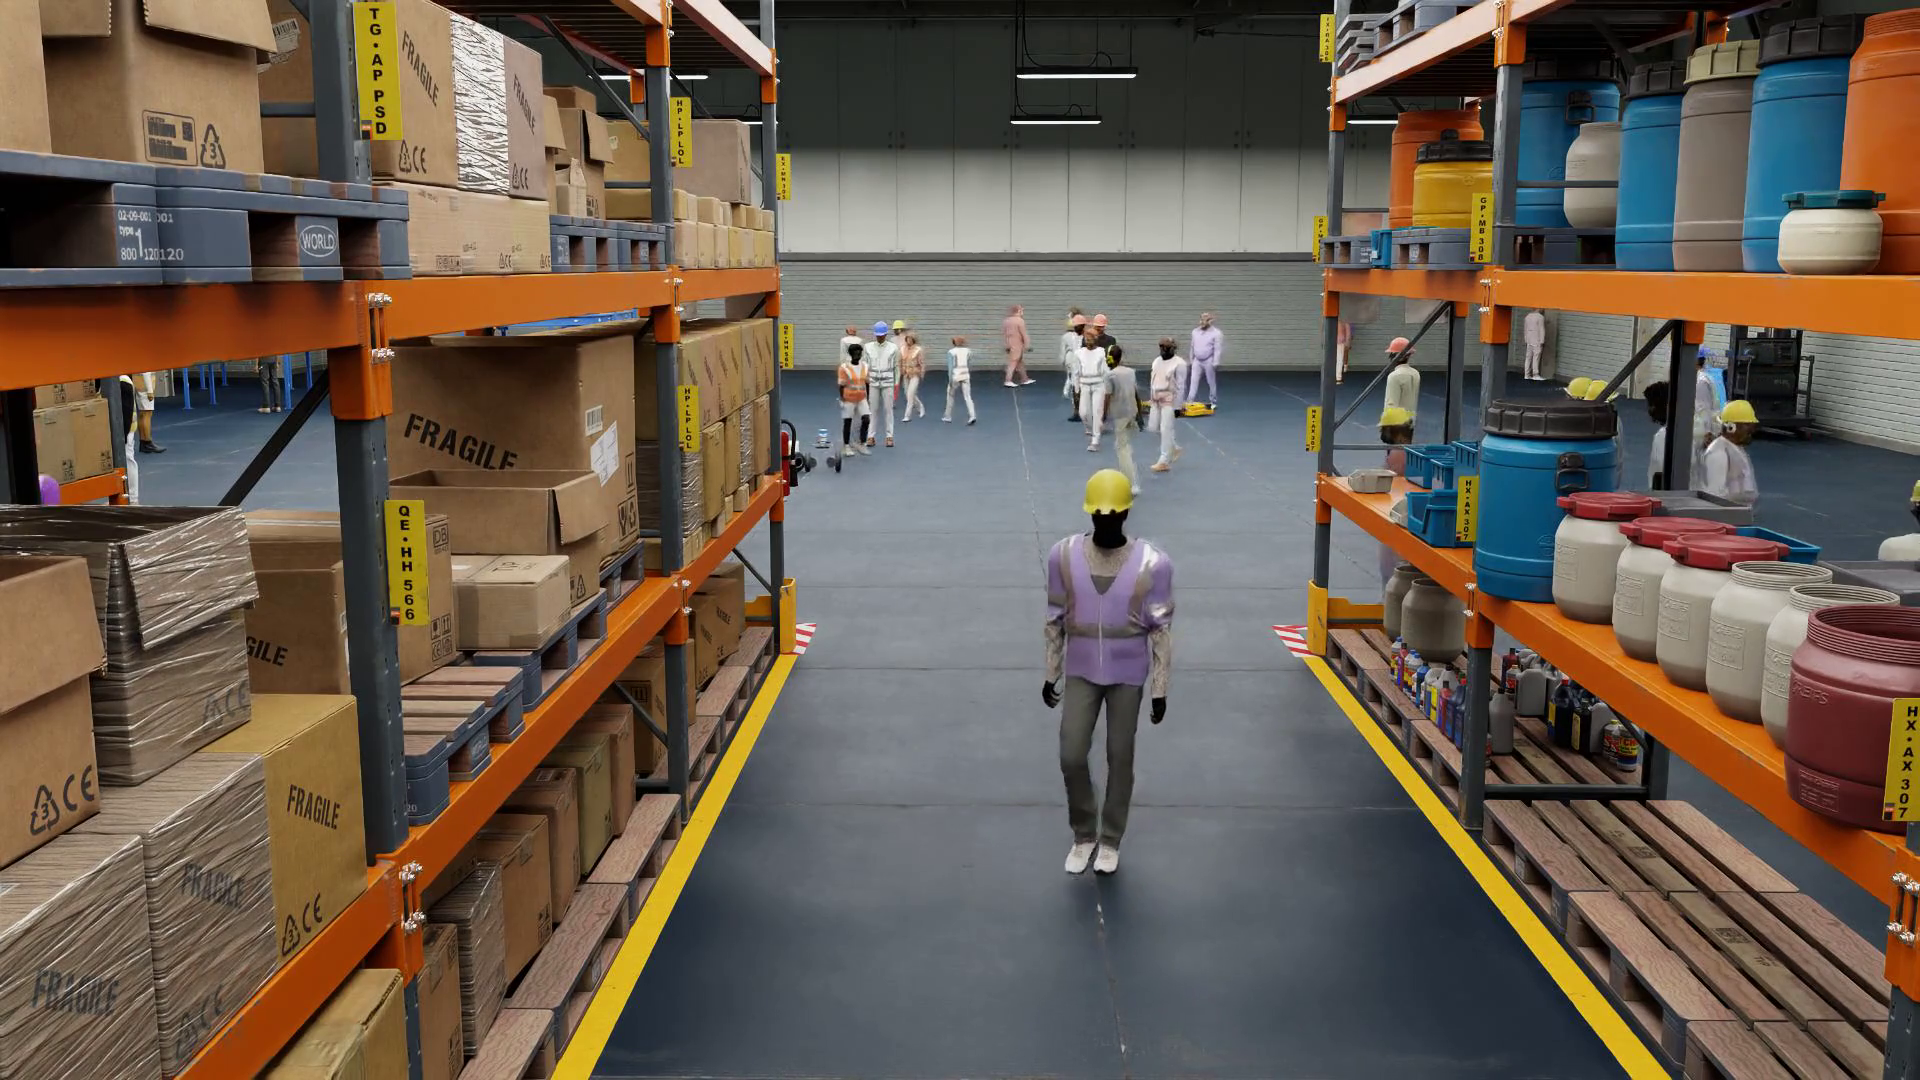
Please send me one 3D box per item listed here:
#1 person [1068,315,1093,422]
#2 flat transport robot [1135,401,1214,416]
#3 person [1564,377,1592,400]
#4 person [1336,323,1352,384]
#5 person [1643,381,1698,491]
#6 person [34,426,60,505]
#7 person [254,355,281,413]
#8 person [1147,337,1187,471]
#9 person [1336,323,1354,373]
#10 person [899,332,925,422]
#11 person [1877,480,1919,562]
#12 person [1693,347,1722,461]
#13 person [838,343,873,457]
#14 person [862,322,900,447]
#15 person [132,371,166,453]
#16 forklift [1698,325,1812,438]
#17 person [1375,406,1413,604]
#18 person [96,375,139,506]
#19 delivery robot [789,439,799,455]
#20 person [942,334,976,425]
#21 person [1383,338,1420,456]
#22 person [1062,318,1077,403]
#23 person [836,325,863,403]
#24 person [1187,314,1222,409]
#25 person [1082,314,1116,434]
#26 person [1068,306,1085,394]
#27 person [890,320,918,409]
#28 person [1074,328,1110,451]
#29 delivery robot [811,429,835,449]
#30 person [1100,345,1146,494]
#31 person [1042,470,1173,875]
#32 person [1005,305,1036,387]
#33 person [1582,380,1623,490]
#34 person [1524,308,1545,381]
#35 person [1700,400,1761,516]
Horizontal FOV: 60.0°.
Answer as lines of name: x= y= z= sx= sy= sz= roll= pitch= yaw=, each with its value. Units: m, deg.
person: x=2.203 y=-3.100 z=29.980 sx=0.553 sy=1.918 sz=0.558 roll=-8 pitch=12 yaw=-40
flat transport robot: x=4.022 y=-2.516 z=31.530 sx=1.431 sy=0.197 sz=0.652 roll=8 pitch=12 yaw=38
person: x=5.632 y=-0.622 z=15.508 sx=0.573 sy=1.801 sz=0.598 roll=1 pitch=10 yaw=5
person: x=8.882 y=-4.659 z=39.133 sx=0.633 sy=1.989 sz=0.439 roll=6 pitch=11 yaw=32
person: x=5.830 y=-0.353 z=13.604 sx=1.037 sy=1.899 sz=0.634 roll=6 pitch=11 yaw=32
person: x=-5.736 y=0.184 z=10.308 sx=0.571 sy=1.913 sz=0.780 roll=0 pitch=9 yaw=-3
person: x=-13.228 y=-3.355 z=31.724 sx=0.346 sy=1.847 sz=0.505 roll=7 pitch=11 yaw=34
person: x=2.856 y=-1.874 z=22.887 sx=0.538 sy=1.829 sz=0.649 roll=-6 pitch=11 yaw=-33
person: x=9.947 y=-5.397 z=43.371 sx=0.614 sy=2.039 sz=0.383 roll=3 pitch=10 yaw=15
person: x=-0.841 y=-2.967 z=30.136 sx=0.529 sy=1.612 sz=0.683 roll=7 pitch=12 yaw=34
person: x=5.129 y=0.524 z=8.819 sx=0.528 sy=1.742 sz=0.757 roll=1 pitch=10 yaw=6
person: x=8.440 y=-1.255 z=18.976 sx=0.837 sy=1.893 sz=0.633 roll=6 pitch=11 yaw=32
person: x=-1.517 y=-2.044 z=24.356 sx=0.560 sy=1.669 sz=0.607 roll=-6 pitch=11 yaw=-31
person: x=-1.232 y=-2.427 z=25.885 sx=0.602 sy=1.939 sz=0.397 roll=1 pitch=10 yaw=4
person: x=-12.273 y=-2.293 z=25.075 sx=0.351 sy=1.942 sz=0.545 roll=-8 pitch=12 yaw=-38
forklift: x=13.248 y=-3.165 z=27.620 sx=1.129 sy=2.768 sz=1.873 roll=0 pitch=9 yaw=1
person: x=3.484 y=-0.174 z=12.982 sx=0.654 sy=1.747 sz=0.521 roll=5 pitch=11 yaw=26
person: x=-9.704 y=-1.251 z=19.135 sx=0.430 sy=1.845 sz=0.619 roll=-8 pitch=12 yaw=-40
delivery robot: x=-2.553 y=-1.237 z=22.745 sx=0.707 sy=0.478 sz=0.477 roll=-9 pitch=13 yaw=-44
person: x=0.011 y=-2.848 z=29.408 sx=0.518 sy=1.593 sz=0.870 roll=-6 pitch=11 yaw=-33
person: x=5.032 y=-1.320 z=19.087 sx=0.390 sy=1.992 sz=0.624 roll=8 pitch=13 yaw=41
person: x=2.331 y=-3.646 z=33.845 sx=0.502 sy=1.727 sz=0.380 roll=6 pitch=11 yaw=33
person: x=-2.207 y=-3.490 z=33.239 sx=0.530 sy=1.599 sz=0.814 roll=-5 pitch=10 yaw=-25
person: x=4.686 y=-3.422 z=32.092 sx=0.682 sy=1.855 sz=0.988 roll=6 pitch=11 yaw=34
person: x=2.322 y=-2.768 z=27.761 sx=0.623 sy=1.992 sz=0.397 roll=-2 pitch=10 yaw=-12
person: x=2.560 y=-4.133 z=36.164 sx=0.485 sy=1.919 sz=0.624 roll=3 pitch=10 yaw=16
person: x=-1.127 y=-3.451 z=32.620 sx=0.521 sy=1.736 sz=0.826 roll=5 pitch=11 yaw=29
person: x=2.031 y=-2.302 z=25.347 sx=0.603 sy=1.868 sz=0.491 roll=4 pitch=10 yaw=24
delivery robot: x=-1.897 y=-1.416 z=23.036 sx=0.335 sy=0.223 sz=0.698 roll=-1 pitch=10 yaw=-3
person: x=1.966 y=-1.489 z=20.594 sx=0.536 sy=1.823 sz=0.689 roll=-8 pitch=13 yaw=-41
person: x=0.663 y=0.627 z=7.669 sx=0.622 sy=1.908 sz=0.531 roll=3 pitch=10 yaw=16
person: x=1.406 y=-4.459 z=38.288 sx=0.959 sy=1.867 sz=0.661 roll=-4 pitch=10 yaw=-24
person: x=5.600 y=-0.491 z=14.619 sx=0.404 sy=1.828 sz=0.587 roll=4 pitch=10 yaw=24
person: x=13.978 y=-4.824 z=40.350 sx=0.400 sy=1.905 sz=0.644 roll=-3 pitch=10 yaw=-19
person: x=5.848 y=-0.181 z=12.797 sx=0.677 sy=1.817 sz=0.603 roll=9 pitch=13 yaw=43
